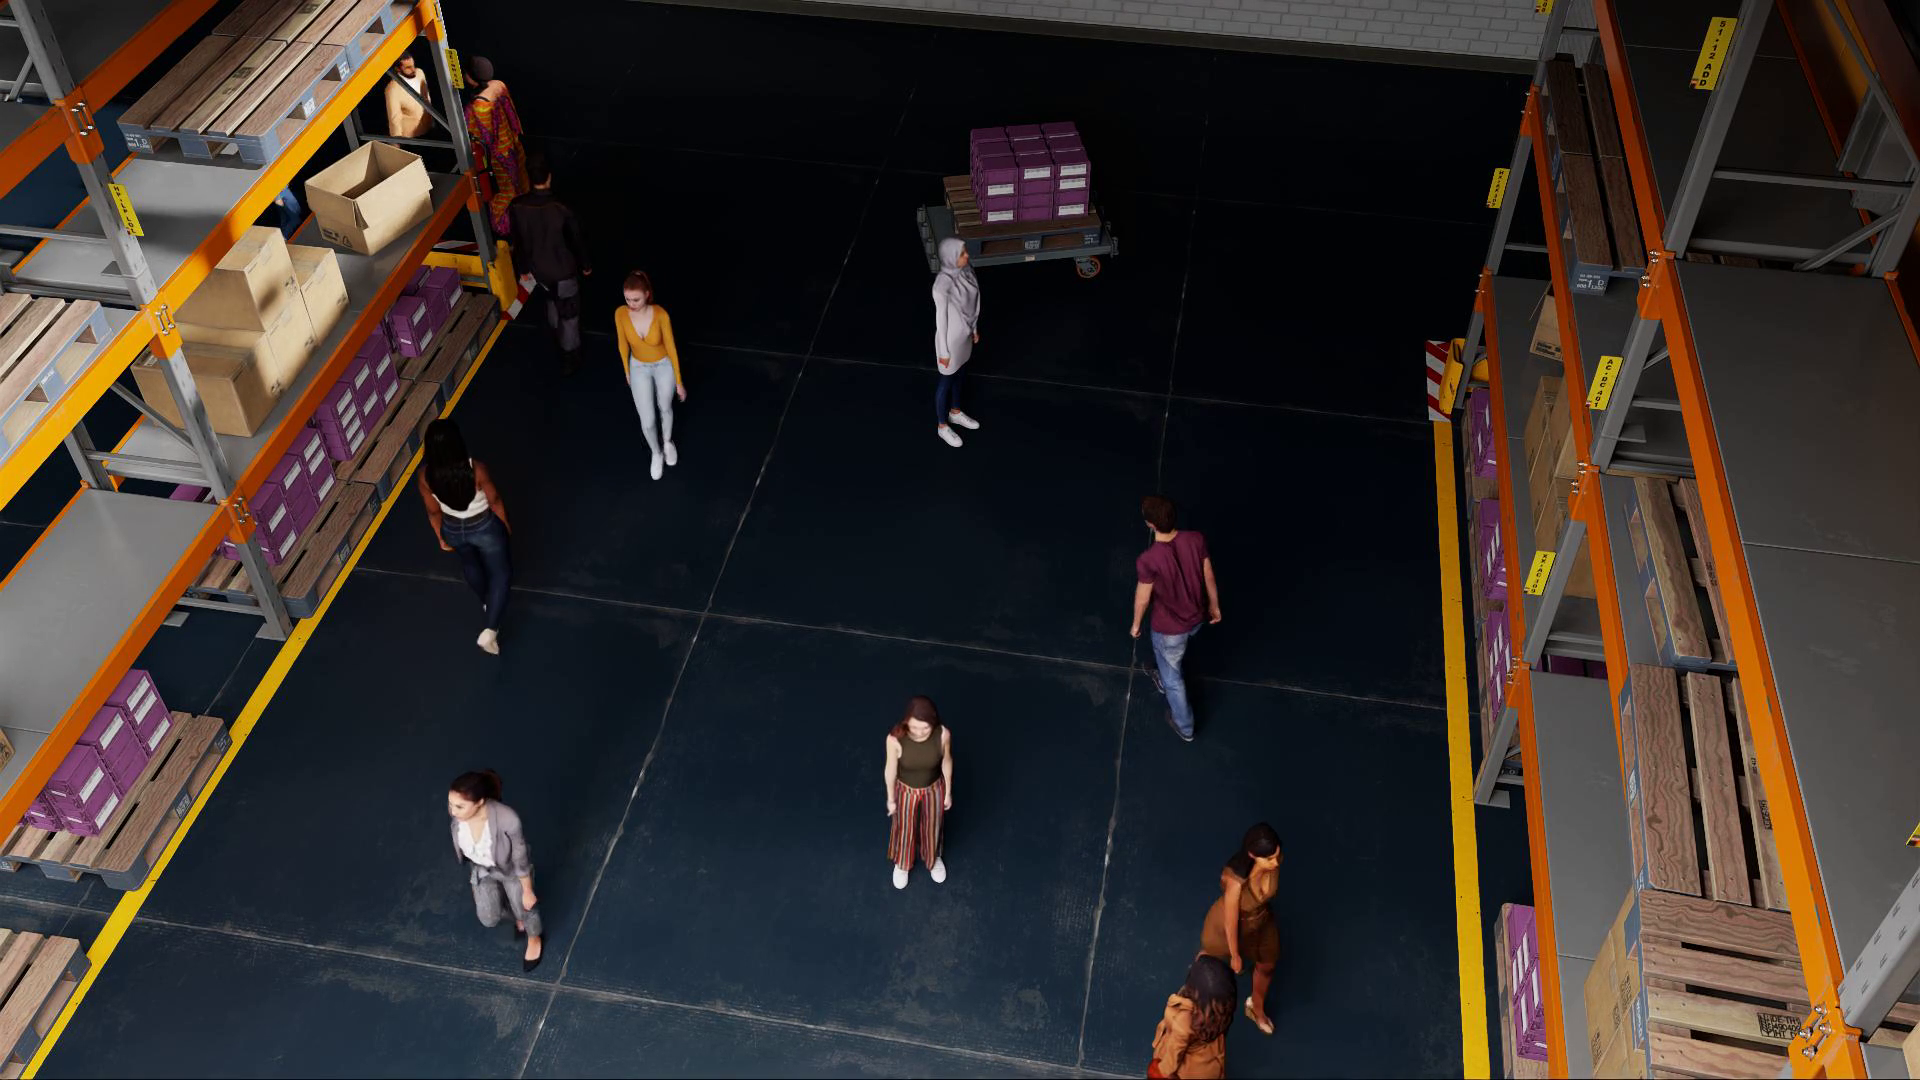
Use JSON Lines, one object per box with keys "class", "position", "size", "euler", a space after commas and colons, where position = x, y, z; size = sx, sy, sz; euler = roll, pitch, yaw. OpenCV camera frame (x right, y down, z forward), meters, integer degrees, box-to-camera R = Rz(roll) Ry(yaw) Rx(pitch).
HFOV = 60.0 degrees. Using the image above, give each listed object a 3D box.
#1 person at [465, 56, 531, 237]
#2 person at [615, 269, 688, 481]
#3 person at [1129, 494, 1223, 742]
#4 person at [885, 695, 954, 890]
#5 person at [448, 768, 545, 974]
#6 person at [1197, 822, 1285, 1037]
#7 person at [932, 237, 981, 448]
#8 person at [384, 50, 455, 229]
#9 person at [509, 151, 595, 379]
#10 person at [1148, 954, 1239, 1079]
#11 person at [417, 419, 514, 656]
{"class": "person", "position": [-4.110, -3.506, 14.648], "size": [0.700, 1.686, 0.583], "euler": [5, 44, 5]}
{"class": "person", "position": [-2.267, -1.294, 12.289], "size": [0.715, 1.736, 0.771], "euler": [-6, 44, -7]}
{"class": "person", "position": [1.397, 0.530, 10.334], "size": [0.996, 1.792, 1.055], "euler": [-22, 48, -22]}
{"class": "person", "position": [-0.238, 1.419, 9.569], "size": [0.616, 1.559, 0.613], "euler": [-6, 44, -6]}
{"class": "person", "position": [-2.469, 1.756, 9.140], "size": [0.640, 1.664, 0.634], "euler": [10, 45, 10]}
{"class": "person", "position": [1.435, 1.994, 8.888], "size": [0.808, 1.666, 0.874], "euler": [-23, 48, -23]}
{"class": "person", "position": [-0.046, -1.514, 12.492], "size": [0.741, 1.775, 0.604], "euler": [25, 49, 24]}
{"class": "person", "position": [-4.876, -3.577, 14.698], "size": [0.833, 1.719, 0.896], "euler": [12, 45, 12]}
{"class": "person", "position": [-3.197, -2.085, 12.977], "size": [0.720, 1.932, 0.674], "euler": [6, 44, 7]}
{"class": "person", "position": [1.151, 2.567, 8.248], "size": [0.736, 1.721, 0.833], "euler": [-34, 53, -30]}
{"class": "person", "position": [-3.198, -0.003, 10.898], "size": [0.744, 1.786, 1.088], "euler": [0, 44, 0]}
